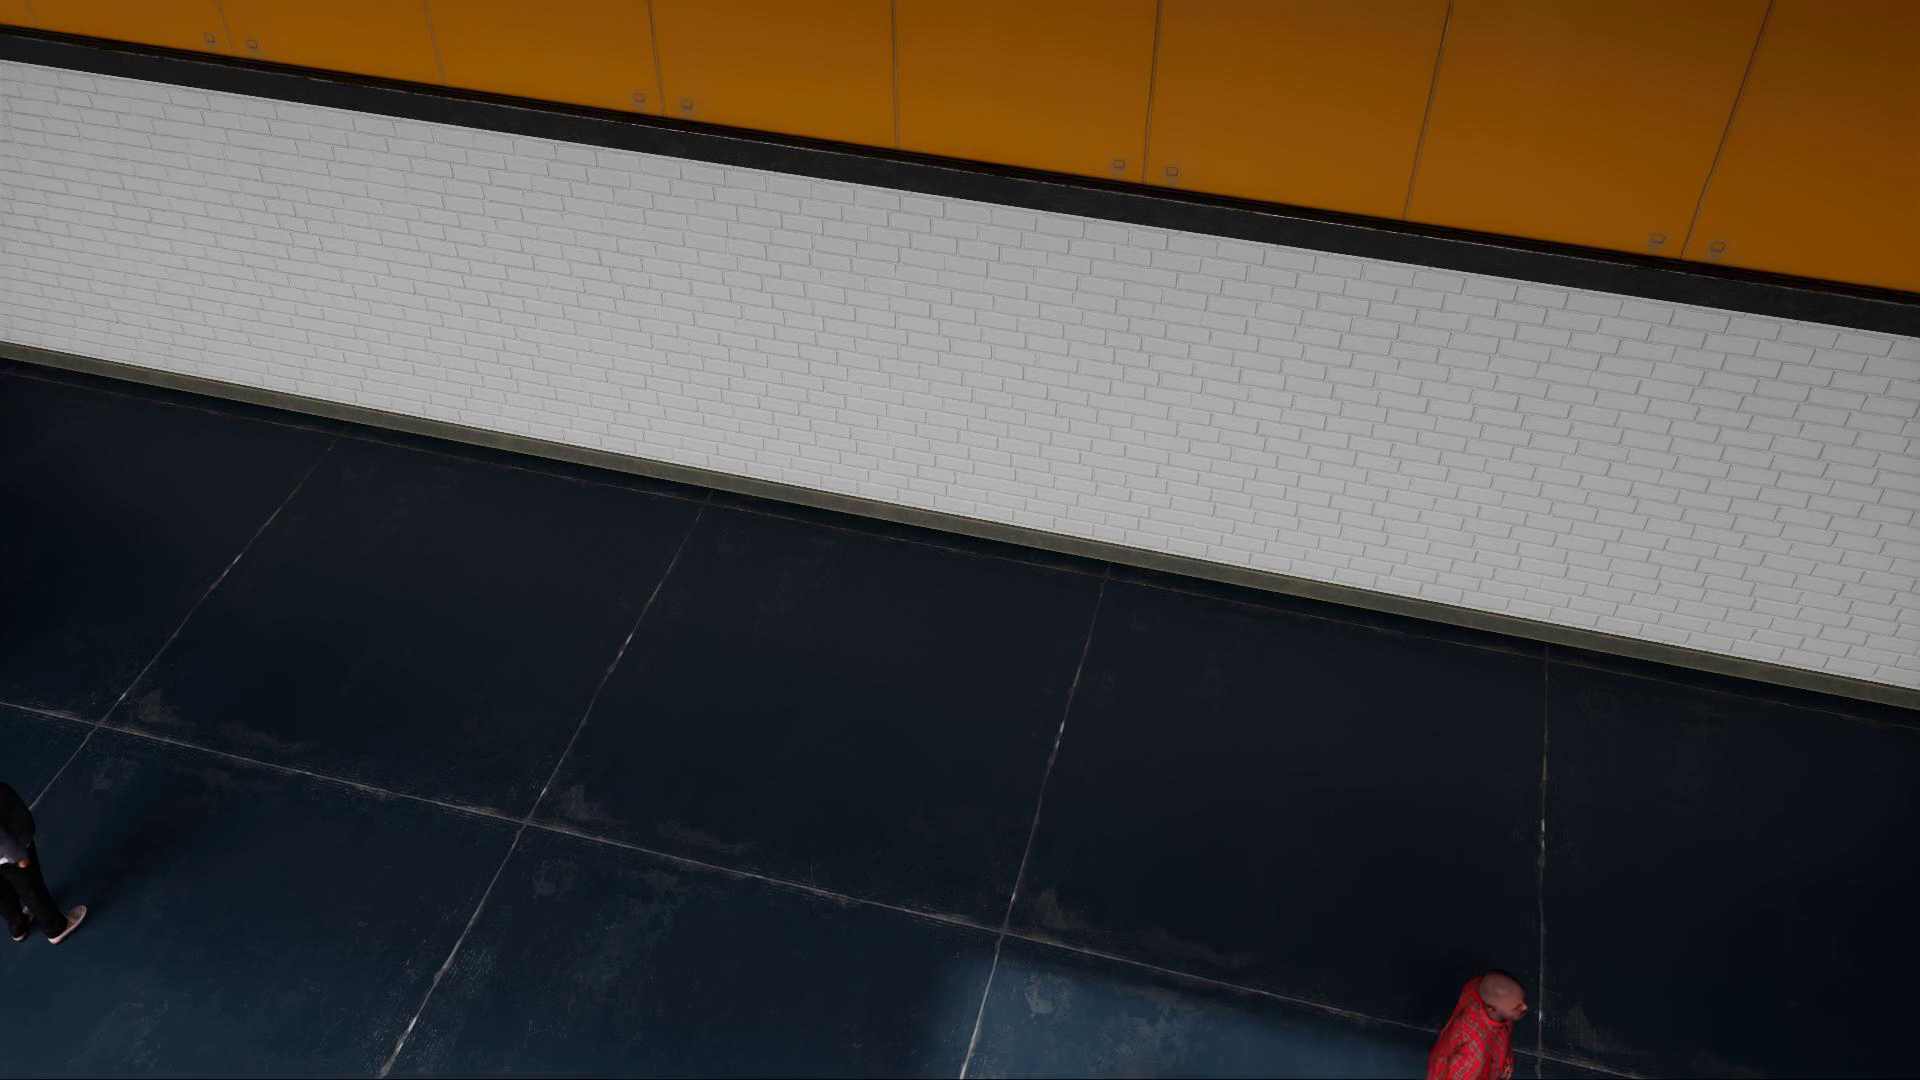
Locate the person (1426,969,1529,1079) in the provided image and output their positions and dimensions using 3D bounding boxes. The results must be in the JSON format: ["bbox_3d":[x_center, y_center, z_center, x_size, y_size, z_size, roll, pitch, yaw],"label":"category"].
[{"bbox_3d":[2.312,2.553,7.971,0.779,1.797,0.892,14,45,14],"label":"person"}]

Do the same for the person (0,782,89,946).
[{"bbox_3d":[-5.292,1.659,9.055,0.674,1.597,0.654,8,44,8],"label":"person"}]
